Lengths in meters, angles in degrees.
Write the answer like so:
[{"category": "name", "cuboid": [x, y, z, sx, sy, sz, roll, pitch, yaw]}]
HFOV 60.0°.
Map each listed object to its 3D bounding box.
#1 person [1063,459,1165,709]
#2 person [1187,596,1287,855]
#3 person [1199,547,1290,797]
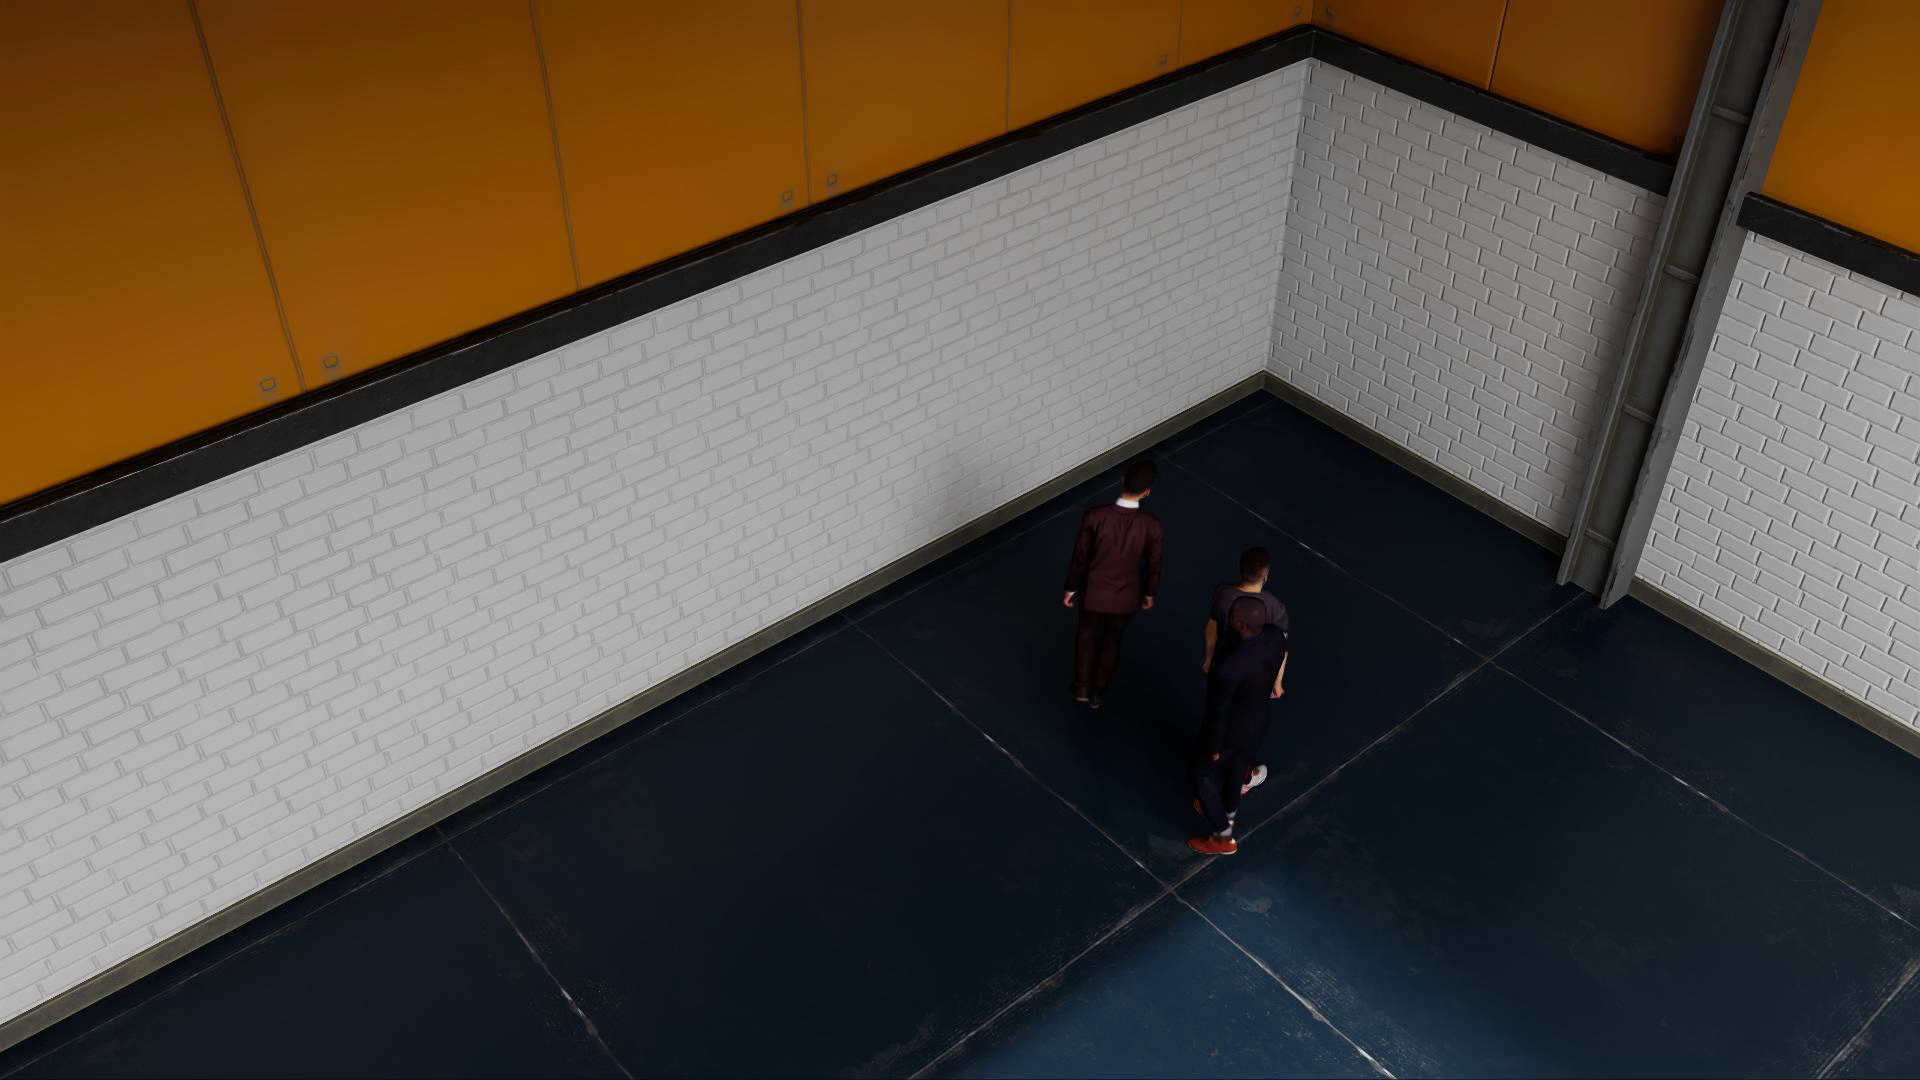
[{"category": "person", "cuboid": [0.921, 0.360, 10.082, 0.843, 1.830, 0.916, 3, 39, 3]}, {"category": "person", "cuboid": [1.567, 1.044, 9.238, 0.712, 1.815, 0.699, -30, 47, -32]}, {"category": "person", "cuboid": [1.617, 0.764, 9.630, 0.595, 1.763, 0.770, 20, 43, 24]}]
